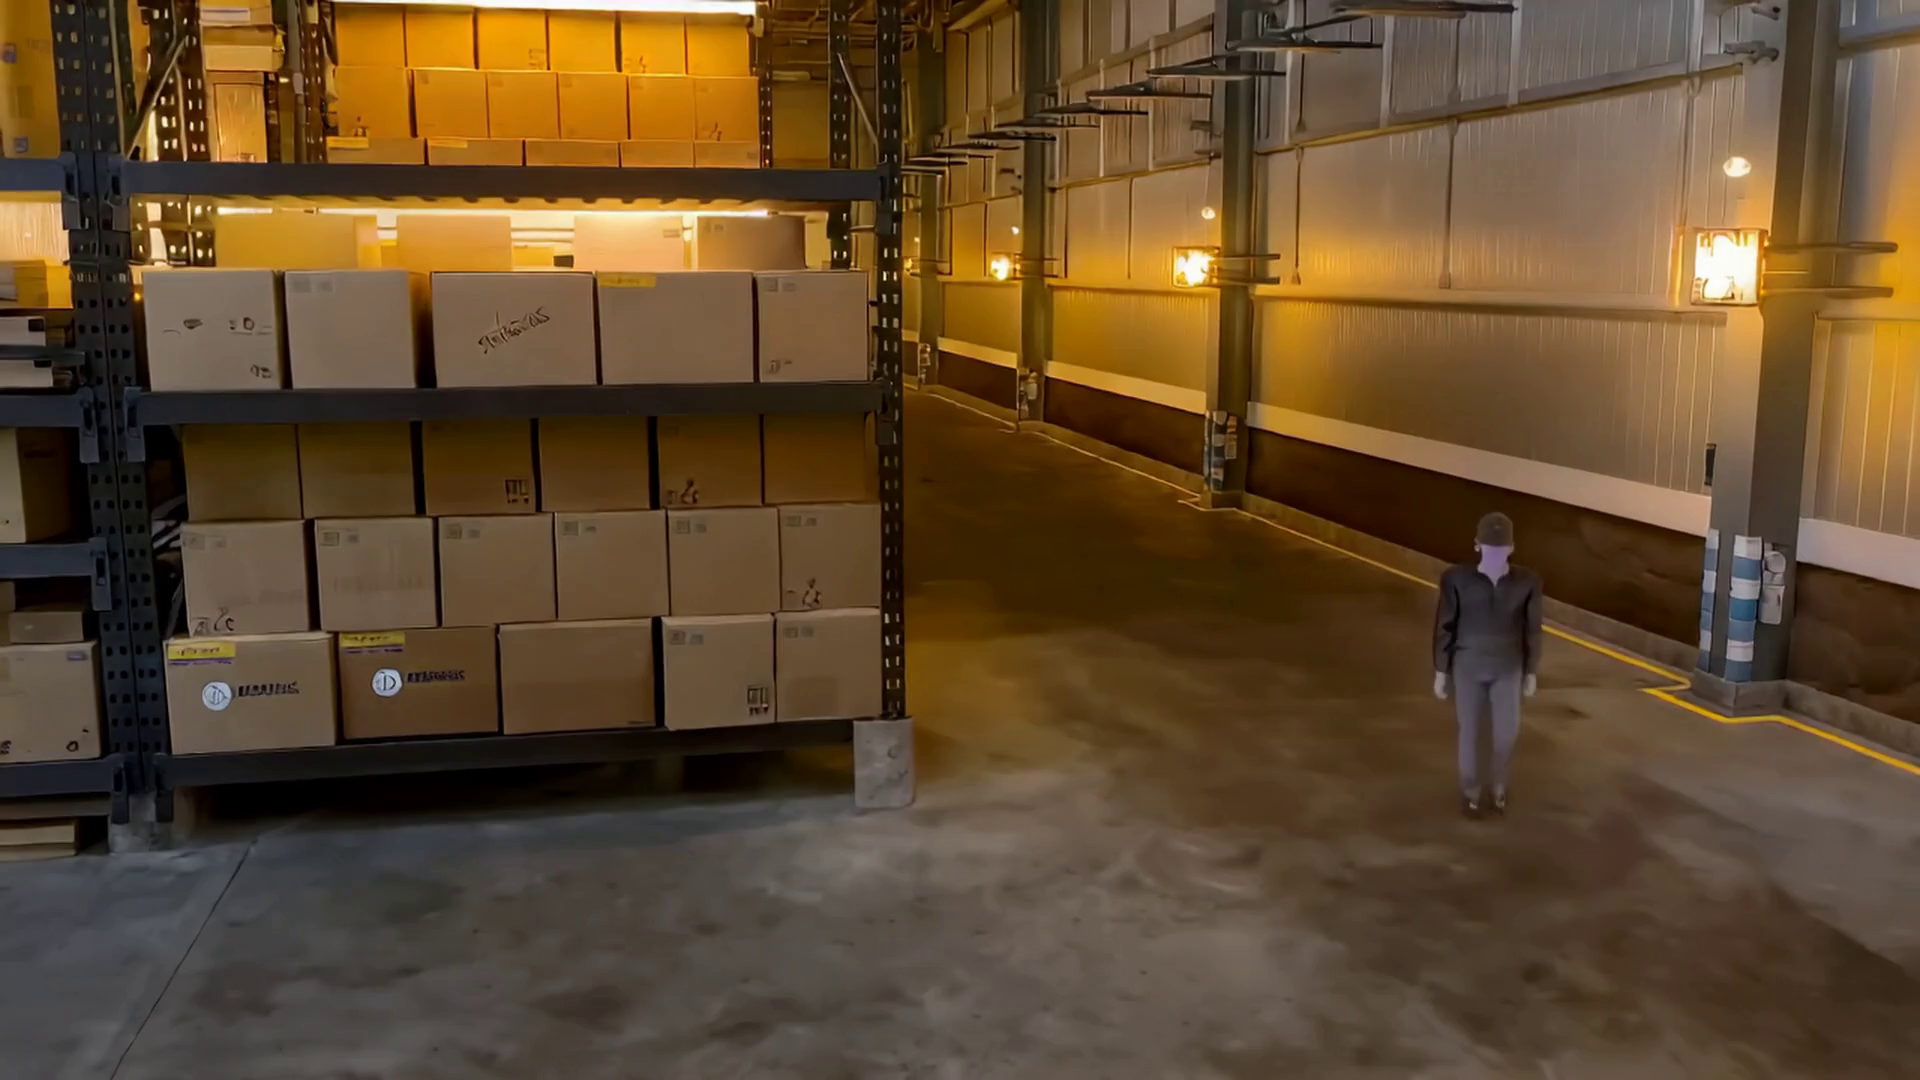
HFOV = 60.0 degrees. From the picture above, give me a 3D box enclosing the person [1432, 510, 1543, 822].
[{"bbox_3d":[2.866,0.690,9.062,0.582,1.731,0.440,2,10,14],"label":"person"}]
